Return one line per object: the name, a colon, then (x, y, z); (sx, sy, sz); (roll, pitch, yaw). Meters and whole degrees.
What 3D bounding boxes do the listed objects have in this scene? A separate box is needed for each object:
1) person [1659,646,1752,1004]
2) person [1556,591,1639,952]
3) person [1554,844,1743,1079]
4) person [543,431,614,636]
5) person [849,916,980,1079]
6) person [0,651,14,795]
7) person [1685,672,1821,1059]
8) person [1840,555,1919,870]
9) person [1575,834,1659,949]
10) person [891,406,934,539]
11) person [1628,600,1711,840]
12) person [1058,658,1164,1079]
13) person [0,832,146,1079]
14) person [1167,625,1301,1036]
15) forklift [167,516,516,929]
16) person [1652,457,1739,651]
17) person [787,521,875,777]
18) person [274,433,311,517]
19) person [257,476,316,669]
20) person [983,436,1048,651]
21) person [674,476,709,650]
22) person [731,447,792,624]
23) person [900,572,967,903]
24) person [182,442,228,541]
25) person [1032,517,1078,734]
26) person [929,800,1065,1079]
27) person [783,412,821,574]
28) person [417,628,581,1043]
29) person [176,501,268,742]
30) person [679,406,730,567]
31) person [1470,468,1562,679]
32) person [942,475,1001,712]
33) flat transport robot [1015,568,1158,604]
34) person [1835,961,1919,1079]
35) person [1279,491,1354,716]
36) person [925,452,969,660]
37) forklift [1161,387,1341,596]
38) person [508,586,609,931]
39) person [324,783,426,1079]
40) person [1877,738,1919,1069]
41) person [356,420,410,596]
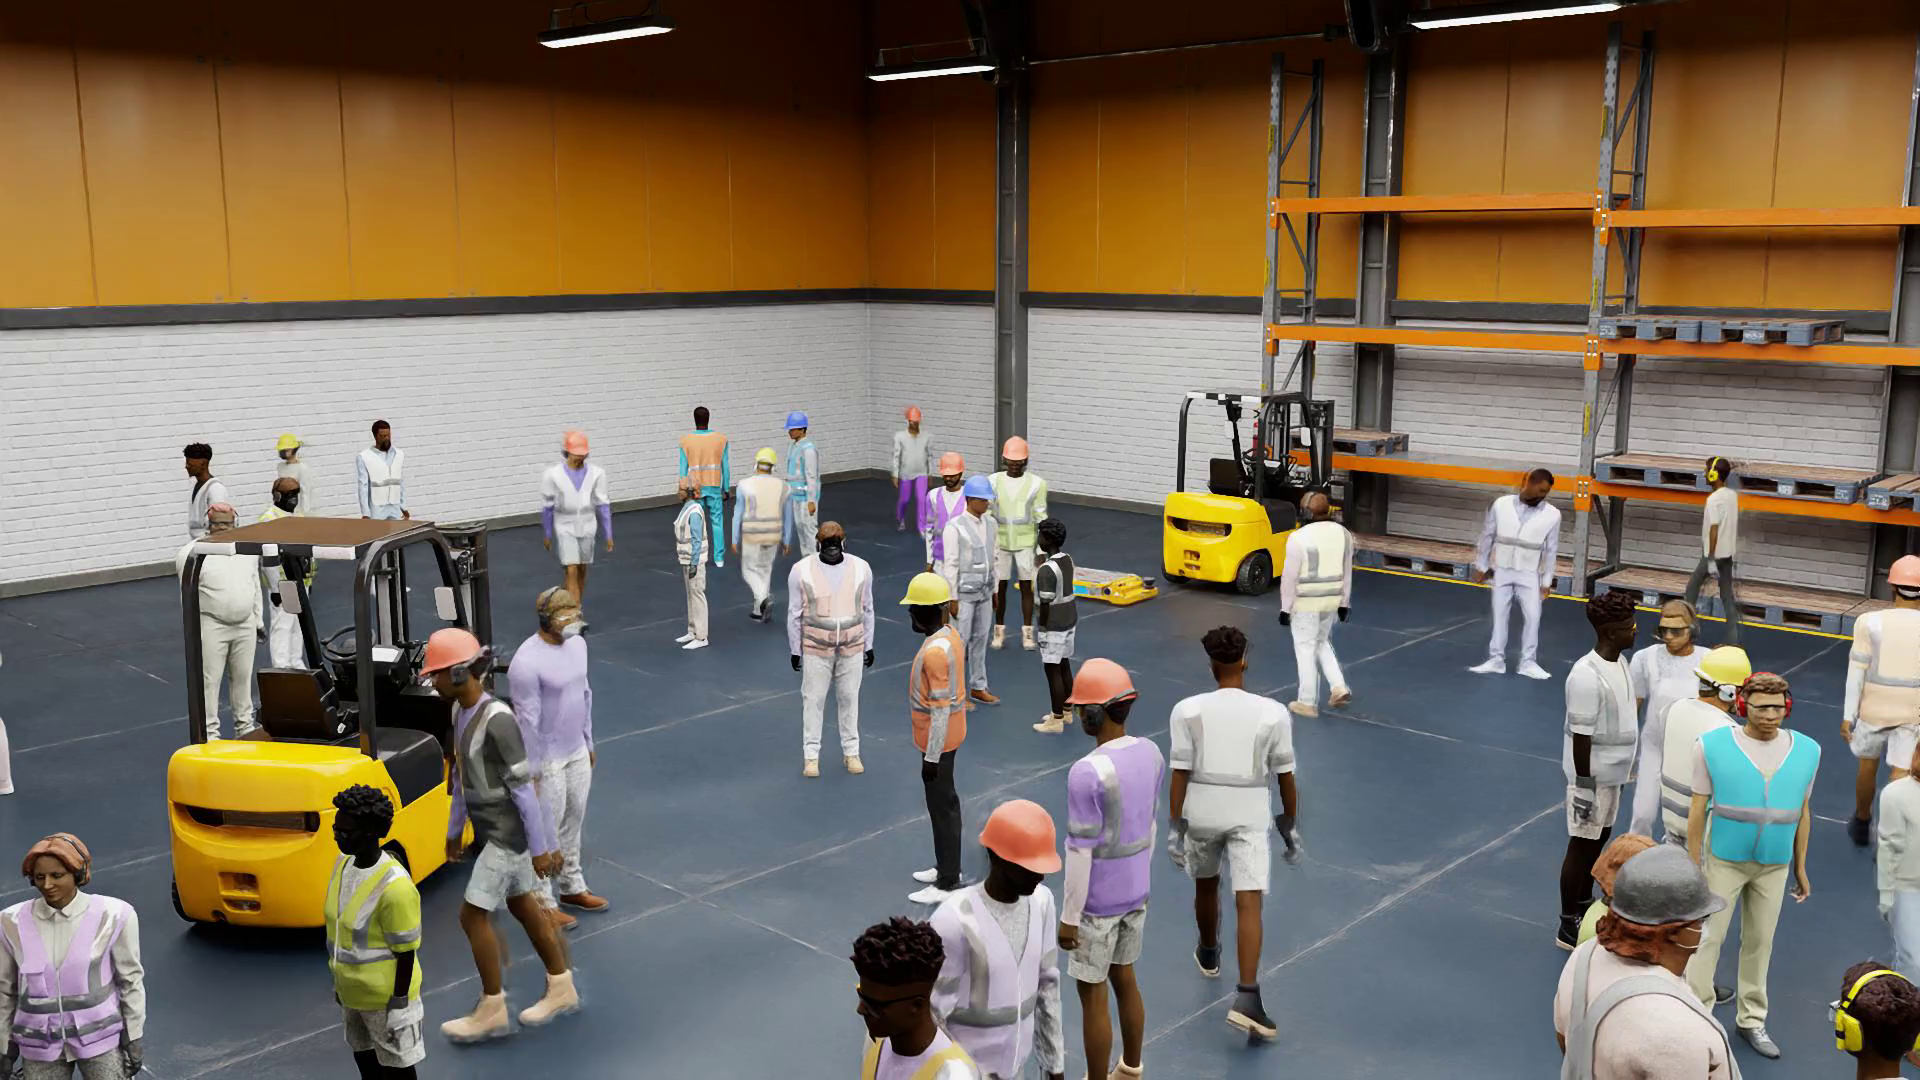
person: (3.723, 1.419, 8.310); (0.403, 1.817, 0.601); (-2, 10, -12)
person: (3.428, 1.236, 8.913); (0.361, 1.965, 0.613); (8, 12, 37)
person: (2.083, 1.889, 4.988); (0.537, 2.000, 0.682); (-1, 10, -5)
person: (-3.713, -0.067, 16.267); (0.620, 1.983, 1.066); (-5, 11, -25)
person: (-0.123, 1.988, 4.667); (0.375, 1.957, 0.606); (-5, 11, -25)
person: (-6.679, 0.864, 11.185); (0.389, 1.922, 0.589); (-2, 10, -10)
person: (3.672, 1.499, 7.763); (0.564, 1.846, 0.391); (0, 10, 2)
person: (5.756, 1.029, 10.251); (0.578, 1.904, 0.882); (5, 11, 25)
person: (2.454, 1.876, 6.260); (0.499, 1.624, 0.305); (-9, 13, -41)
person: (-0.633, -0.910, 21.842); (0.574, 1.726, 0.784); (-3, 10, -15)
person: (4.033, 1.223, 9.421); (0.516, 1.827, 0.409); (5, 11, 25)
person: (0.615, 1.510, 7.184); (0.410, 2.033, 0.613); (8, 13, 37)
person: (-3.296, 1.880, 6.183); (0.514, 1.641, 0.307); (-3, 10, -16)
person: (1.352, 1.401, 8.220); (0.657, 1.899, 1.075); (2, 10, 10)
forklift: (-3.583, 0.976, 9.748); (1.214, 2.155, 2.313); (2, 10, 11)
person: (6.979, 0.132, 15.591); (0.511, 1.830, 0.914); (-7, 12, -34)
person: (-0.911, 0.774, 11.902); (0.636, 1.842, 0.429); (-3, 10, -15)
person: (-7.319, -0.303, 18.259); (0.542, 1.754, 0.381); (7, 12, 33)
person: (-5.724, 0.369, 14.220); (0.430, 1.841, 0.623); (1, 10, 3)
person: (0.508, 0.041, 15.547); (0.612, 2.034, 0.414); (2, 10, 10)
person: (-2.530, 0.206, 15.712); (0.308, 1.641, 0.514); (-3, 11, -19)
person: (-1.961, -0.018, 16.566); (0.631, 1.790, 0.602); (-6, 11, -29)
person: (-0.156, 1.136, 9.603); (0.382, 1.924, 0.594); (1, 10, 5)
person: (-7.088, 0.050, 15.713); (0.377, 1.961, 0.606); (-9, 13, -41)
person: (0.737, 0.664, 12.970); (0.321, 1.689, 0.529); (5, 11, 24)
person: (0.166, 1.824, 5.742); (0.572, 1.902, 0.715); (-10, 14, -43)
person: (-1.796, -0.497, 18.905); (0.431, 1.935, 0.618); (-4, 11, -23)
person: (-2.220, 1.393, 7.935); (0.805, 1.987, 0.626); (-5, 11, -28)
person: (-5.467, 0.654, 12.418); (0.402, 1.904, 0.638); (7, 12, 34)
person: (-3.014, -0.620, 19.654); (0.590, 1.911, 0.401); (-3, 10, -15)
person: (4.867, 0.287, 14.604); (0.714, 1.878, 0.381); (5, 11, 25)
person: (0.111, 0.428, 13.608); (0.410, 1.942, 0.608); (9, 14, 43)
flat transport robot: (1.368, 0.470, 18.105); (1.431, 0.197, 0.652); (7, 12, 35)
person: (2.438, 2.061, 4.536); (0.511, 1.861, 0.324); (-2, 10, -11)
person: (2.849, 0.520, 13.385); (0.626, 1.832, 0.449); (-6, 12, -31)
person: (-0.064, 0.148, 15.229); (0.544, 1.930, 0.389); (3, 10, 17)
forklift: (3.298, -0.608, 18.767); (1.214, 2.155, 2.313); (9, 13, 42)
person: (-2.240, 1.199, 9.248); (0.383, 1.930, 0.631); (4, 11, 20)
person: (-2.316, 1.783, 6.574); (0.533, 1.697, 0.318); (8, 13, 40)
person: (4.471, 1.621, 7.749); (0.505, 1.614, 0.469); (0, 10, 1)
person: (-6.284, -0.354, 18.111); (0.372, 1.916, 0.597); (6, 12, 32)
